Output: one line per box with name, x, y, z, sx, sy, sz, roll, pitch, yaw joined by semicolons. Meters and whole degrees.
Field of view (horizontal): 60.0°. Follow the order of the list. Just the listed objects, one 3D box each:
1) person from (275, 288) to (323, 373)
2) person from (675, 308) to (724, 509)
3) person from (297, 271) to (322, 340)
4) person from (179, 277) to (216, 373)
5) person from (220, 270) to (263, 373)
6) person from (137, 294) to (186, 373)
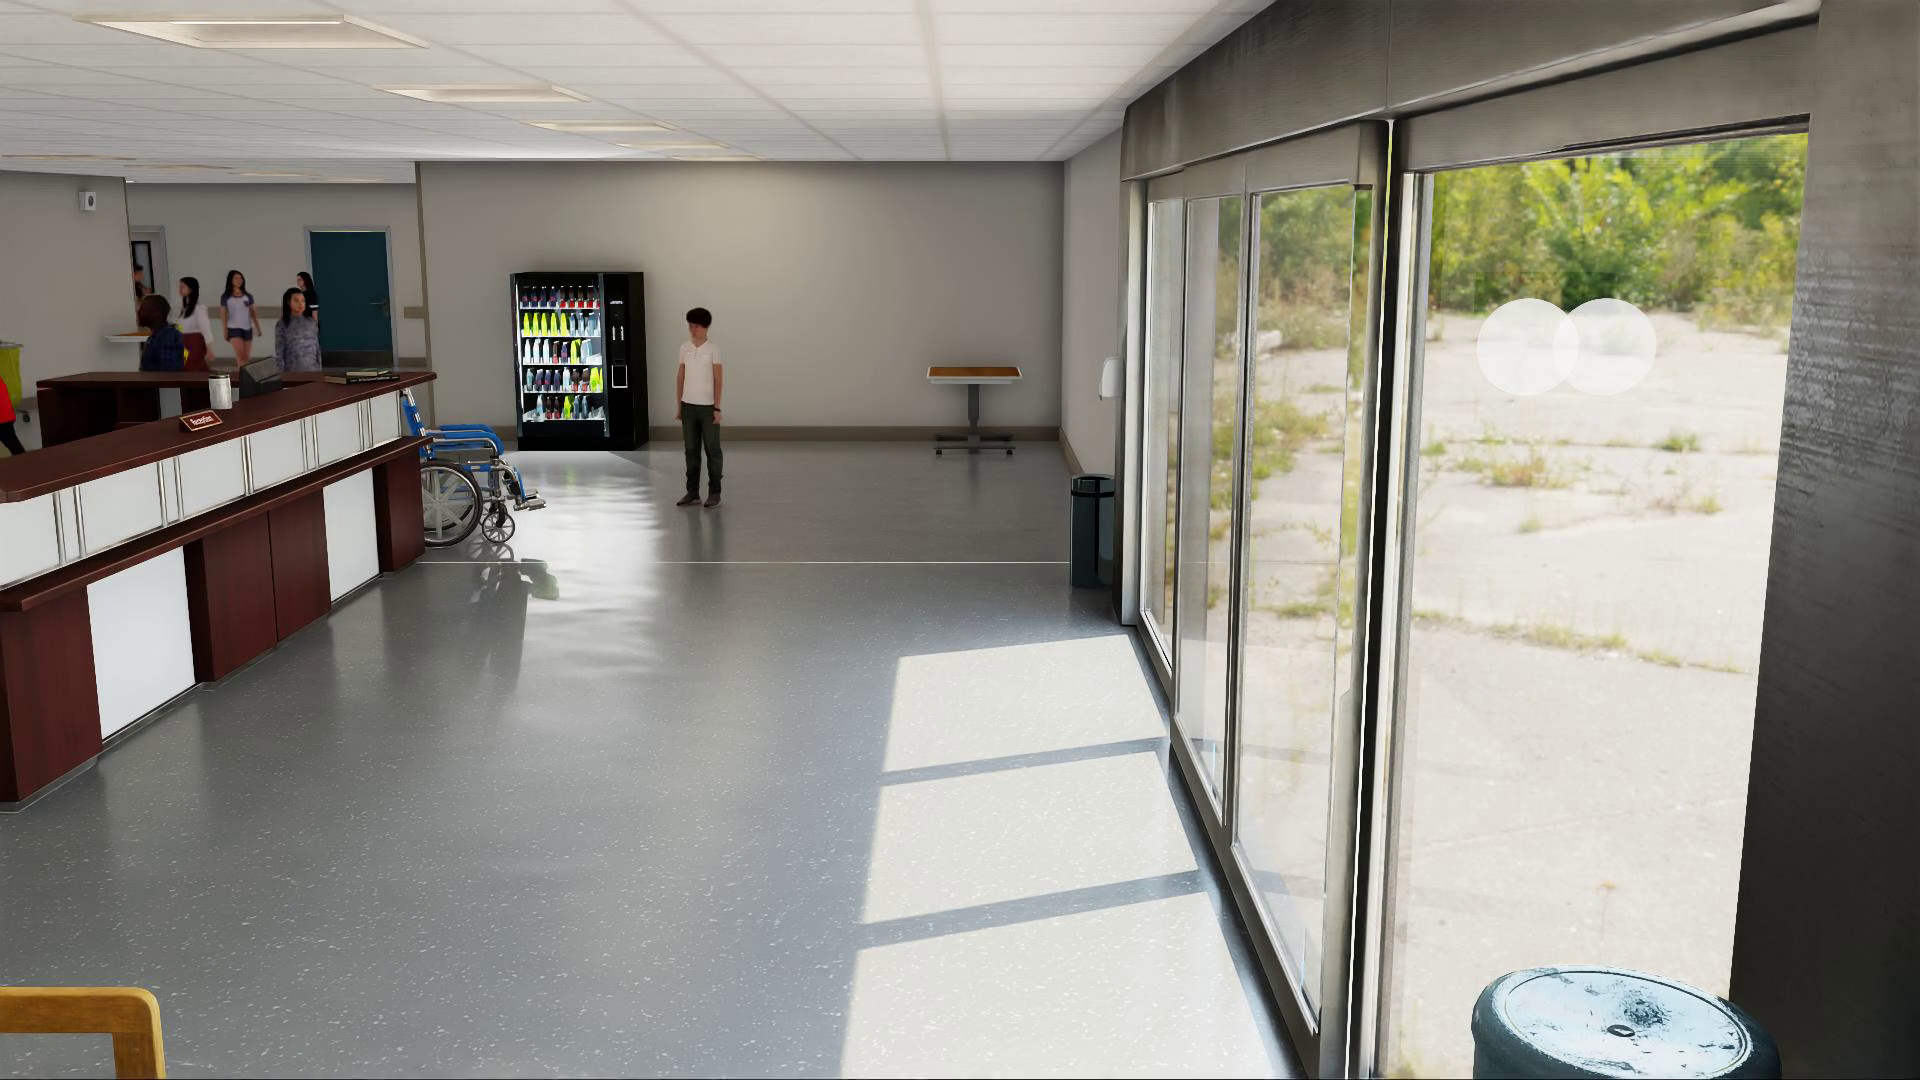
person;-6.502;-1.601;16.326;1.028;1.709;0.968;11;15;44
person;-2.158;-1.106;13.865;0.559;1.655;0.683;3;11;18
person;-9.845;-3.238;25.151;0.700;1.636;0.774;8;14;38
person;-8.599;-2.090;18.930;1.166;1.700;1.093;-10;15;-43
person;-10.205;-2.946;23.510;1.083;1.674;1.007;9;14;41
person;-5.947;-0.941;12.637;1.186;1.787;0.903;-4;11;-20
